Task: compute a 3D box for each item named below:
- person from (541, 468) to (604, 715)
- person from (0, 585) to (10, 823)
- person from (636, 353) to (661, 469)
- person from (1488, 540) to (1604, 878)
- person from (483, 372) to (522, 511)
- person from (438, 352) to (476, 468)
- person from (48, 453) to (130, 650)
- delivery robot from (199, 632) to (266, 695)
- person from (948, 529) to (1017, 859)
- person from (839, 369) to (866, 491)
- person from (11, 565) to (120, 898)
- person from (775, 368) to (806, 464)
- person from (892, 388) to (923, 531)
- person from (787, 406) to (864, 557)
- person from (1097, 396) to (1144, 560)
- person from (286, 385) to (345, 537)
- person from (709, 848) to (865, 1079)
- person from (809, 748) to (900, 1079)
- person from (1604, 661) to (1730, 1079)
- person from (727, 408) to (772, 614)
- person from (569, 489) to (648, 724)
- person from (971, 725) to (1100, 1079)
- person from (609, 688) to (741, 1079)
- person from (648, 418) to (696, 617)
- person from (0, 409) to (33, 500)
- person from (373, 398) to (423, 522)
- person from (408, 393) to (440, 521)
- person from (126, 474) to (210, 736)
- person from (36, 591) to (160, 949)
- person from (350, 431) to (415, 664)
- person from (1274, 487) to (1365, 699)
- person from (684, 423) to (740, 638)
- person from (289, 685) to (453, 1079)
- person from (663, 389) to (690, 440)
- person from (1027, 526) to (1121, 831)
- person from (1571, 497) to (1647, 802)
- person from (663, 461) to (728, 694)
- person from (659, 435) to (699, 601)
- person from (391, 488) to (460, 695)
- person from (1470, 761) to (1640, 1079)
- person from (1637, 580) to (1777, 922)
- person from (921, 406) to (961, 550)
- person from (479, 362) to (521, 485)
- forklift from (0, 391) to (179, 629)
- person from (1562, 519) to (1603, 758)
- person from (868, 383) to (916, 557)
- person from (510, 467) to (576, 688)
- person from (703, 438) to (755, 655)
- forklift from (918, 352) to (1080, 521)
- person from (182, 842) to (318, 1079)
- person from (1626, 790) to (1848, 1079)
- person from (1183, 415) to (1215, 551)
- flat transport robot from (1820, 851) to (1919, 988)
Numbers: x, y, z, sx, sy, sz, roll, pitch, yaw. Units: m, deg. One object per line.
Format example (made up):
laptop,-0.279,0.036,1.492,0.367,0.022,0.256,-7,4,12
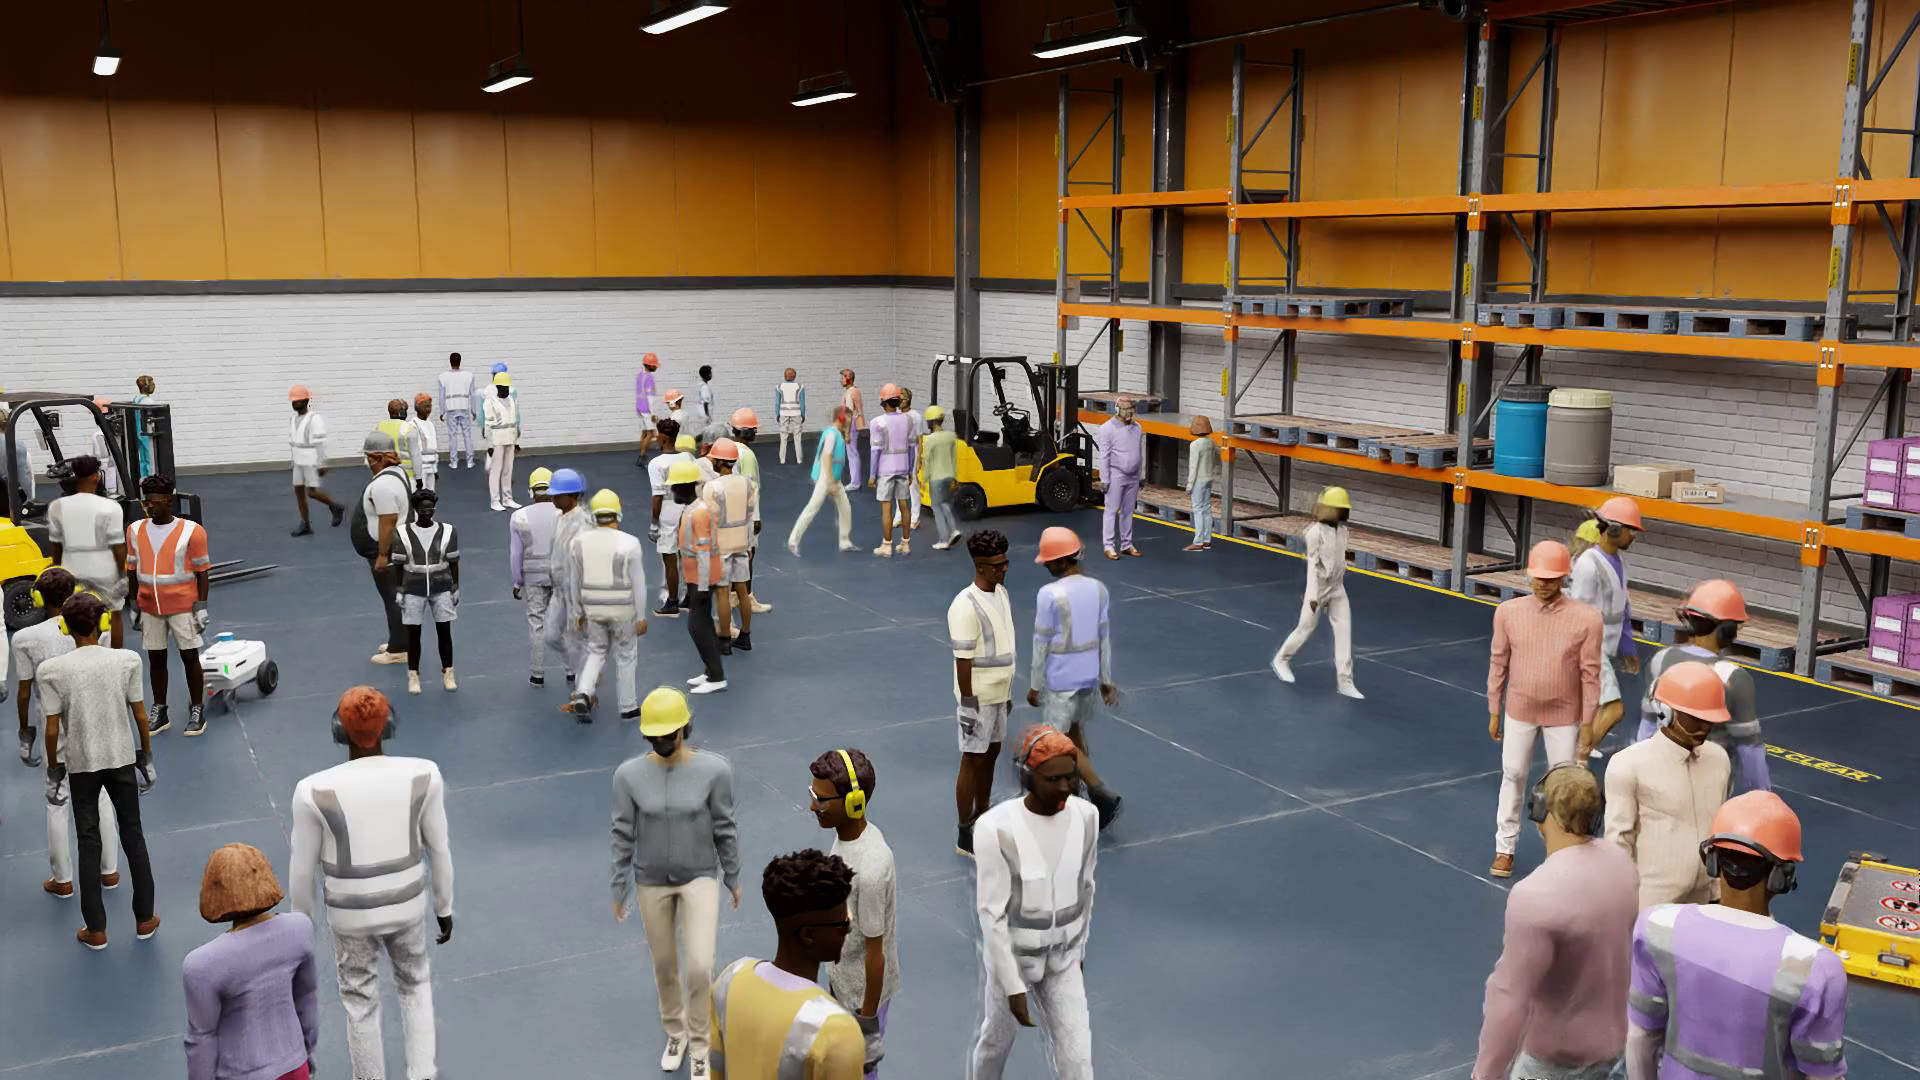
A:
person,-3.008,0.398,12.885,0.442,1.927,0.631,-7,12,-36
person,-6.245,0.861,10.290,0.643,1.910,0.400,-4,11,-22
person,-5.242,-2.151,27.620,0.490,1.922,0.731,-6,12,-32
person,3.296,0.976,9.419,0.610,1.985,0.408,5,11,27
person,-6.329,-1.371,23.080,0.385,1.925,0.592,5,11,28
person,-8.322,-2.147,27.576,0.596,1.916,0.372,-4,11,-23
person,-7.158,0.258,13.673,0.619,1.943,0.833,0,10,-2
delivery robot,-5.825,0.980,13.226,0.477,0.478,0.707,0,10,2
person,0.152,0.901,9.884,0.361,1.964,0.613,4,11,24
person,-1.610,-1.641,24.916,0.389,1.837,0.560,1,10,6
person,-4.966,1.062,9.274,0.513,1.862,0.327,-8,12,-37
person,-2.865,-2.093,28.101,0.514,1.631,0.318,0,10,1
person,-0.697,-1.041,21.418,0.509,1.844,0.329,7,12,36
person,-1.639,-0.702,19.688,0.874,1.784,0.604,2,10,9
person,1.908,-0.730,19.451,0.651,1.907,0.409,-8,12,-37
person,-8.209,-1.013,21.065,0.550,1.920,0.620,6,11,31
person,-0.450,1.812,4.649,0.366,1.963,0.610,-9,13,-41
person,-0.380,1.641,5.954,0.321,1.860,0.516,-2,10,-13
person,2.832,1.450,6.662,0.610,1.990,0.389,-4,11,-23
person,-2.129,-0.288,16.515,0.373,2.044,0.606,-6,12,-31
person,-2.647,0.525,12.518,0.602,1.817,0.601,3,10,17
person,0.286,1.587,6.335,0.560,1.839,0.963,-4,11,-24
person,-1.232,1.494,7.116,0.547,1.740,0.637,0,10,-1
person,-2.825,-0.221,16.348,0.374,1.966,0.607,7,12,34
person,-10.127,-0.432,17.641,0.635,1.937,0.354,1,10,7
person,-6.668,-0.769,19.867,0.625,1.844,0.429,4,10,20
person,-6.485,-0.834,20.124,0.354,1.881,0.576,2,10,9
person,-5.859,0.481,12.310,0.603,1.966,0.368,0,10,-1
person,-4.442,1.179,8.586,0.521,1.865,0.327,-6,12,-33
person,-5.040,0.055,14.544,0.536,2.000,0.688,-1,10,-6
person,2.946,0.397,13.597,0.481,1.702,0.885,-7,12,-33
person,-2.185,-0.060,15.207,0.536,2.000,0.673,6,11,29
person,-2.362,1.501,6.688,0.611,1.877,0.400,-6,12,-32
person,-3.821,-1.167,22.432,0.337,1.743,0.560,0,10,3
person,0.748,0.857,10.362,0.556,1.897,0.771,-9,13,-41
person,4.167,0.713,10.857,0.537,2.007,0.616,7,12,36
person,-2.162,0.300,13.568,0.474,1.901,0.601,-3,10,-18
person,-2.866,-0.213,17.084,0.392,1.698,0.576,2,10,13
person,-4.322,0.412,13.505,0.535,1.694,0.320,-4,11,-22
person,1.992,1.701,5.451,0.793,1.921,0.468,-9,13,-43
person,3.699,1.185,8.162,0.995,1.993,0.627,-3,10,-15
person,-0.266,-0.742,19.957,0.370,1.744,0.540,10,14,44
person,-6.999,-1.733,25.235,0.619,1.912,0.717,1,10,3
forklift,-9.026,-0.363,16.508,1.214,2.155,2.313,6,11,29
person,4.380,0.707,11.674,0.485,1.736,0.309,-7,12,-36
person,-0.810,-0.818,19.566,0.604,2.044,0.375,-7,12,-33
person,-3.394,0.312,13.696,0.589,1.822,0.403,-3,10,-18
person,-2.075,0.056,14.824,0.343,1.942,0.552,9,13,41
forklift,0.460,-1.461,22.833,2.313,2.155,1.214,-5,11,-28
person,-2.373,1.814,5.622,0.280,1.624,0.494,5,11,27
person,2.278,1.732,4.912,0.605,2.034,0.390,10,14,44
person,2.880,-0.684,19.964,0.285,1.636,0.500,7,12,36
flat transport robot,4.904,1.963,8.649,0.652,0.197,1.431,6,12,33
